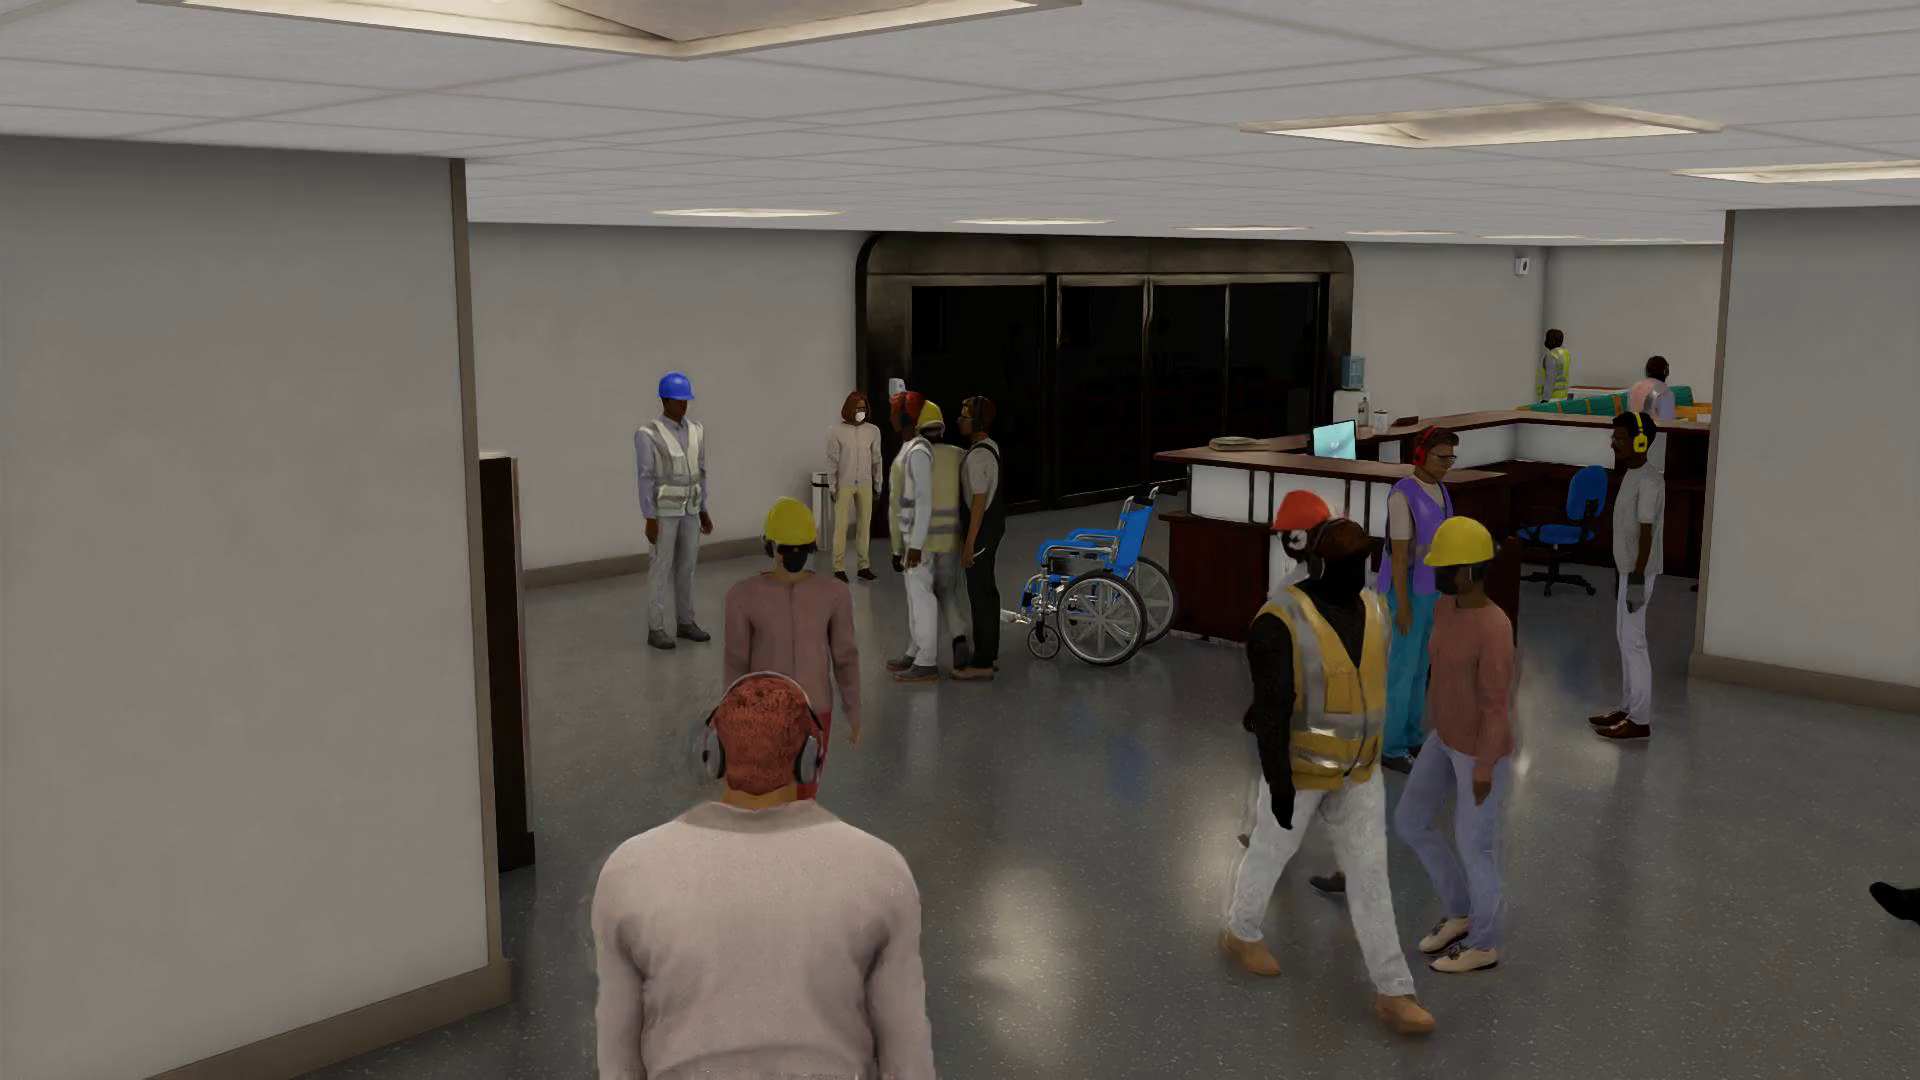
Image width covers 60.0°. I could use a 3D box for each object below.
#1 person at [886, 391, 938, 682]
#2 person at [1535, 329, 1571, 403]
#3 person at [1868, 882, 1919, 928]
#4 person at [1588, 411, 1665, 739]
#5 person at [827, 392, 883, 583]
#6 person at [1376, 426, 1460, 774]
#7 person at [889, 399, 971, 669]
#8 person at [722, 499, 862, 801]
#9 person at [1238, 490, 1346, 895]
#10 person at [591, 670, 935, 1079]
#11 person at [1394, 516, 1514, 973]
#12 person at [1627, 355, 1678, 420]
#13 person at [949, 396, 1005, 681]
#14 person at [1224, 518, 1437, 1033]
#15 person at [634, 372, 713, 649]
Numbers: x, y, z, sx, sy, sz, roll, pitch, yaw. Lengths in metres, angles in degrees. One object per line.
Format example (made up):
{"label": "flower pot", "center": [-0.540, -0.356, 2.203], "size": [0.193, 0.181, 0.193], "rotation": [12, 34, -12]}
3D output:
{"label": "person", "center": [-0.298, -0.023, 10.735], "size": [0.357, 1.881, 0.574], "rotation": [-1, 9, -7]}
{"label": "person", "center": [8.072, -1.956, 22.718], "size": [0.429, 1.844, 0.622], "rotation": [7, 11, 36]}
{"label": "person", "center": [4.179, 0.659, 6.531], "size": [0.975, 1.884, 0.575], "rotation": [4, 10, 23]}
{"label": "person", "center": [3.809, 0.200, 9.444], "size": [0.326, 1.862, 0.511], "rotation": [2, 9, 13]}
{"label": "person", "center": [-0.891, -0.448, 14.141], "size": [0.504, 1.627, 0.285], "rotation": [-5, 10, -27]}
{"label": "person", "center": [2.427, 0.307, 8.848], "size": [0.388, 1.837, 0.564], "rotation": [7, 11, 36]}
{"label": "person", "center": [-0.171, 0.004, 10.736], "size": [0.599, 1.818, 0.468], "rotation": [-4, 10, -25]}
{"label": "person", "center": [-0.638, 0.712, 6.615], "size": [0.547, 1.741, 0.711], "rotation": [-4, 10, -22]}
{"label": "person", "center": [1.469, 0.644, 7.163], "size": [0.814, 1.707, 0.571], "rotation": [7, 11, 35]}
{"label": "person", "center": [-0.380, 1.216, 3.271], "size": [0.665, 1.877, 0.794], "rotation": [-1, 9, -6]}
{"label": "person", "center": [1.881, 0.775, 6.234], "size": [0.402, 1.748, 0.553], "rotation": [-2, 9, -11]}
{"label": "person", "center": [6.784, -0.913, 16.447], "size": [0.587, 1.818, 0.698], "rotation": [-1, 9, -6]}
{"label": "person", "center": [0.113, -0.011, 10.765], "size": [0.345, 1.846, 0.508], "rotation": [2, 9, 12]}
{"label": "person", "center": [1.297, 0.801, 5.983], "size": [0.647, 1.790, 0.982], "rotation": [-5, 10, -27]}
{"label": "person", "center": [-2.011, -0.217, 11.734], "size": [0.403, 1.946, 0.606], "rotation": [7, 12, 37]}
